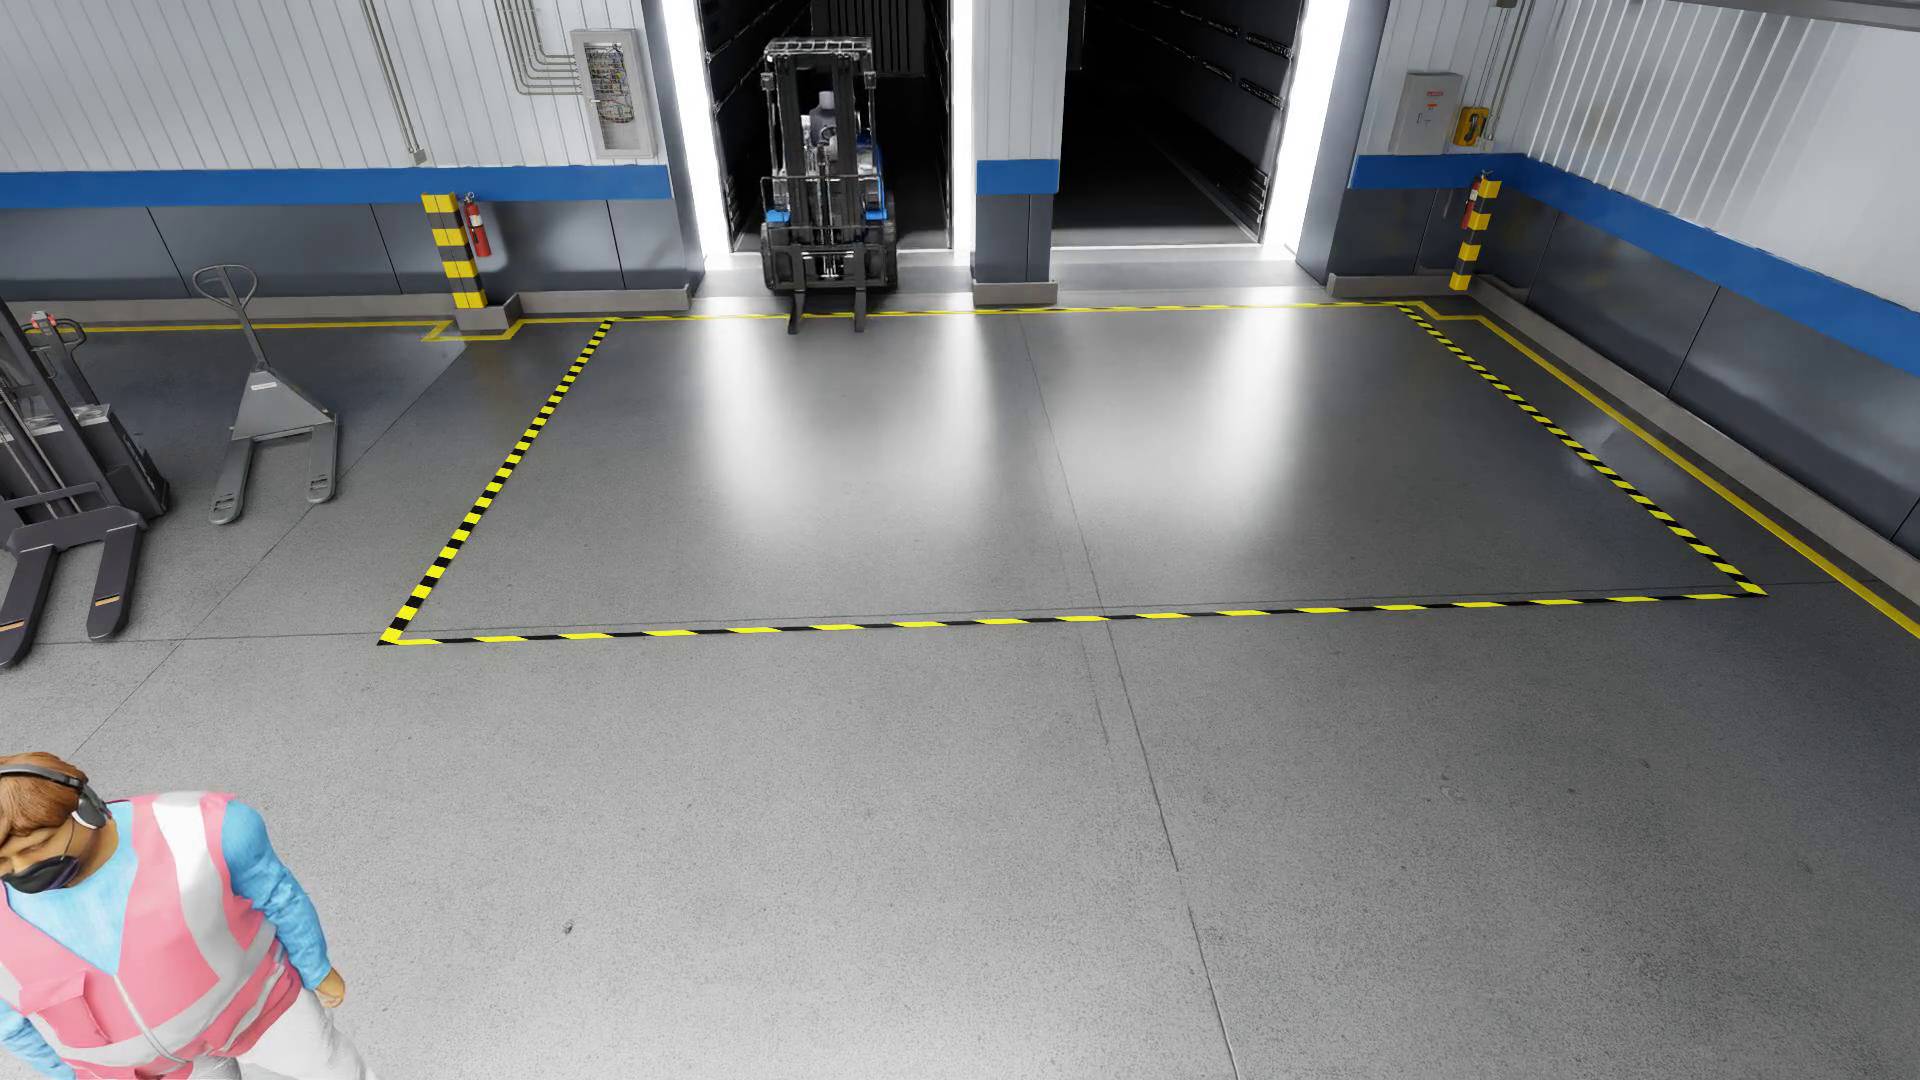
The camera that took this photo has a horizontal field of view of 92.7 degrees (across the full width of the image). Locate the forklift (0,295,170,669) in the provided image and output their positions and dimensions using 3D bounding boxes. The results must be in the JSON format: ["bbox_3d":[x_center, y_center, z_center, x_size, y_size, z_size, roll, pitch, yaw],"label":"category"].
[{"bbox_3d":[-5.212,-0.618,4.878,0.823,1.965,1.885,-20,39,-26],"label":"forklift"}]

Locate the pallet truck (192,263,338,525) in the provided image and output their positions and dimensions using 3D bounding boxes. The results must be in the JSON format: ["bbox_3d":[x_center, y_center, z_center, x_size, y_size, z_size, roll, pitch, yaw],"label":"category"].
[{"bbox_3d":[-4.778,-1.027,6.128,0.680,1.201,1.601,-17,38,-23],"label":"pallet truck"}]

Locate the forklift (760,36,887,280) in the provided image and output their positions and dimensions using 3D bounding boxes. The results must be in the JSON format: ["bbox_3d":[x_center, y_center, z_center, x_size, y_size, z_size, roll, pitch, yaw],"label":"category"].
[{"bbox_3d":[-1.362,-4.011,9.414,1.157,2.036,2.680,-3,35,-4],"label":"forklift"}]

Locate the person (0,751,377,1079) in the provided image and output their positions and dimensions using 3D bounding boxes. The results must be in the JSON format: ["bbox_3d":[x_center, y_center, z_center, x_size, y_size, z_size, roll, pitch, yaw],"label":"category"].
[{"bbox_3d":[-1.951,1.230,2.358,0.618,1.845,0.430,-21,40,-27],"label":"person"}]
